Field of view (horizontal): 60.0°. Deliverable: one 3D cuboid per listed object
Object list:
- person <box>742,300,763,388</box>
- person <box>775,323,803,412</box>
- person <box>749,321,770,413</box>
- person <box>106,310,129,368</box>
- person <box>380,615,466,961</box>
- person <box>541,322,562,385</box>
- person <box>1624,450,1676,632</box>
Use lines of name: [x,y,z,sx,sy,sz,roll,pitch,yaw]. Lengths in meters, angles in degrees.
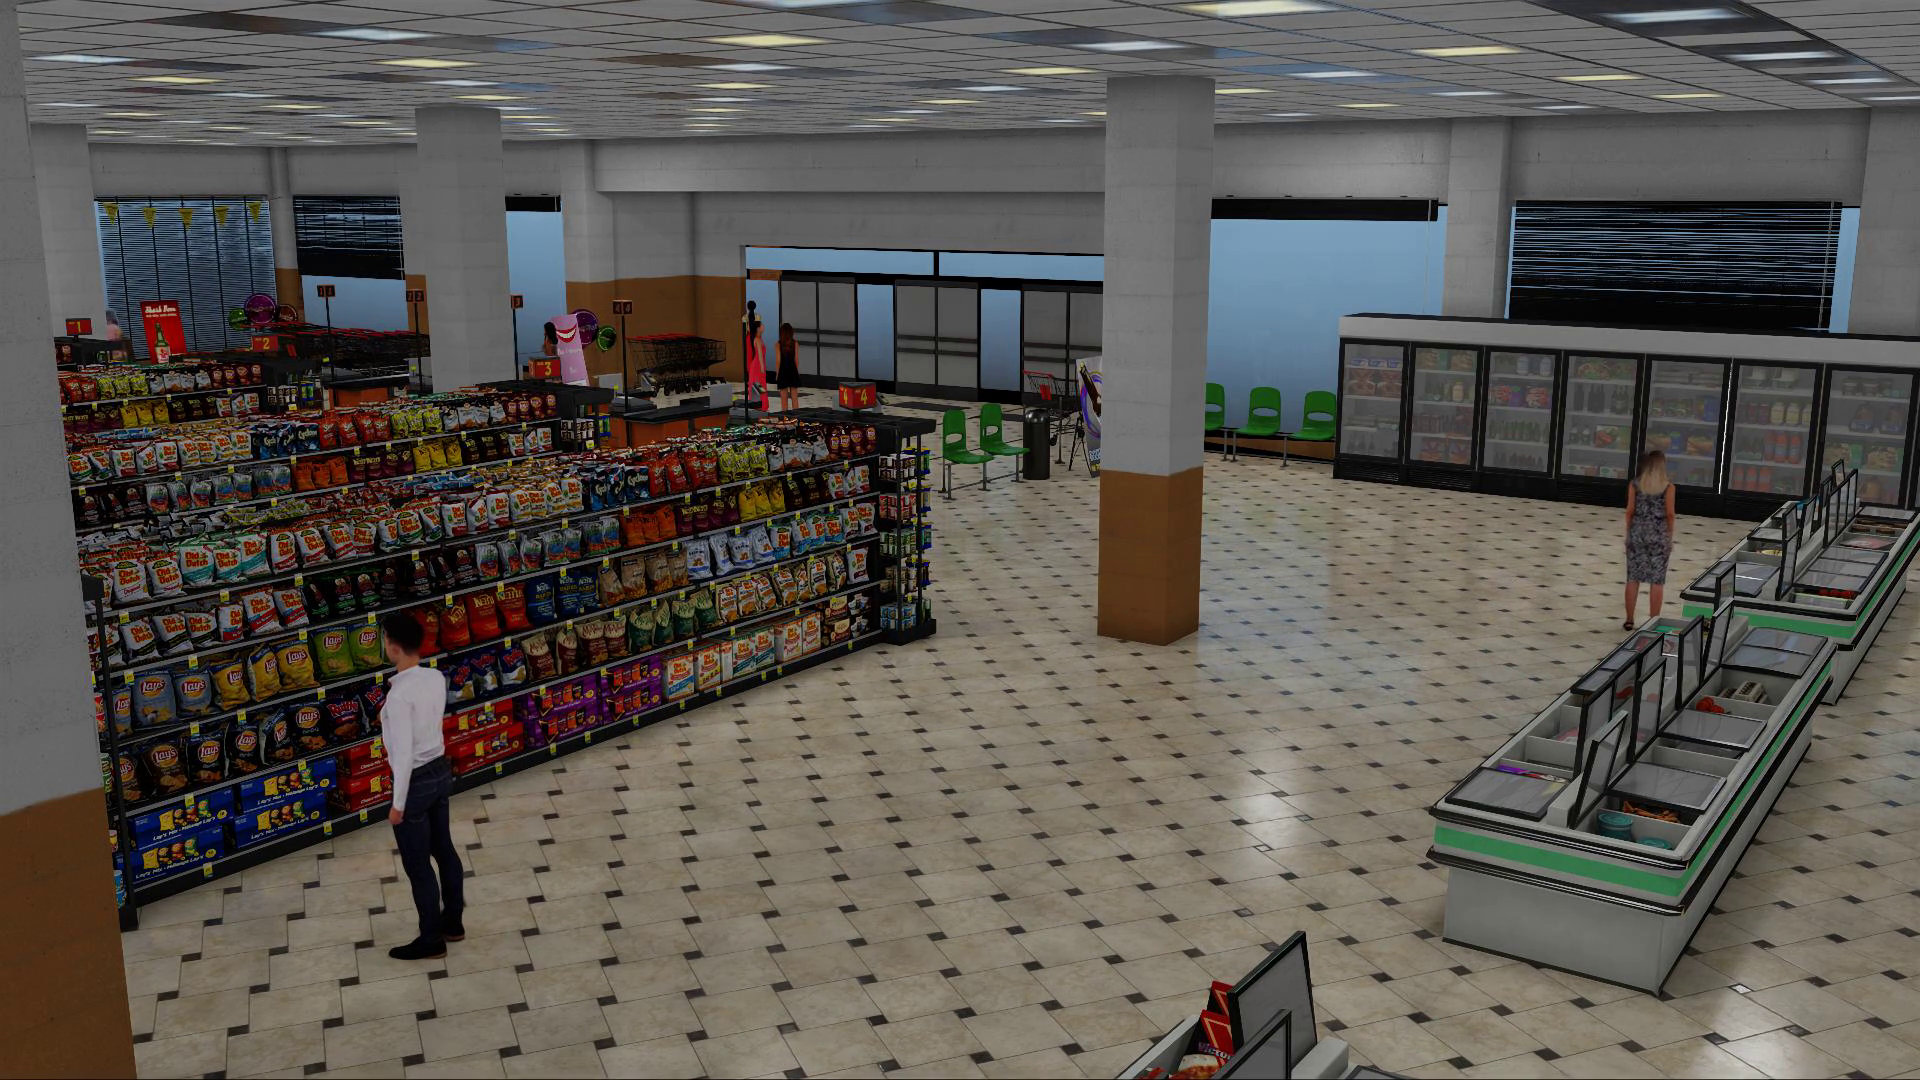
person: [-4.310,-4.078,34.553,0.634,1.792,0.740,-5,13,-23]
person: [-2.921,-2.762,28.201,0.642,1.834,0.732,-4,13,-20]
person: [-3.652,-3.104,30.085,0.757,1.727,0.717,-4,12,-17]
person: [-16.212,-3.463,31.720,0.956,1.756,1.228,2,12,9]
person: [-2.860,1.299,8.831,0.757,1.869,0.625,3,12,14]
person: [-7.556,-3.214,30.811,0.784,1.644,0.641,2,12,7]
person: [6.335,0.013,15.339,0.595,1.703,0.515,10,16,40]
